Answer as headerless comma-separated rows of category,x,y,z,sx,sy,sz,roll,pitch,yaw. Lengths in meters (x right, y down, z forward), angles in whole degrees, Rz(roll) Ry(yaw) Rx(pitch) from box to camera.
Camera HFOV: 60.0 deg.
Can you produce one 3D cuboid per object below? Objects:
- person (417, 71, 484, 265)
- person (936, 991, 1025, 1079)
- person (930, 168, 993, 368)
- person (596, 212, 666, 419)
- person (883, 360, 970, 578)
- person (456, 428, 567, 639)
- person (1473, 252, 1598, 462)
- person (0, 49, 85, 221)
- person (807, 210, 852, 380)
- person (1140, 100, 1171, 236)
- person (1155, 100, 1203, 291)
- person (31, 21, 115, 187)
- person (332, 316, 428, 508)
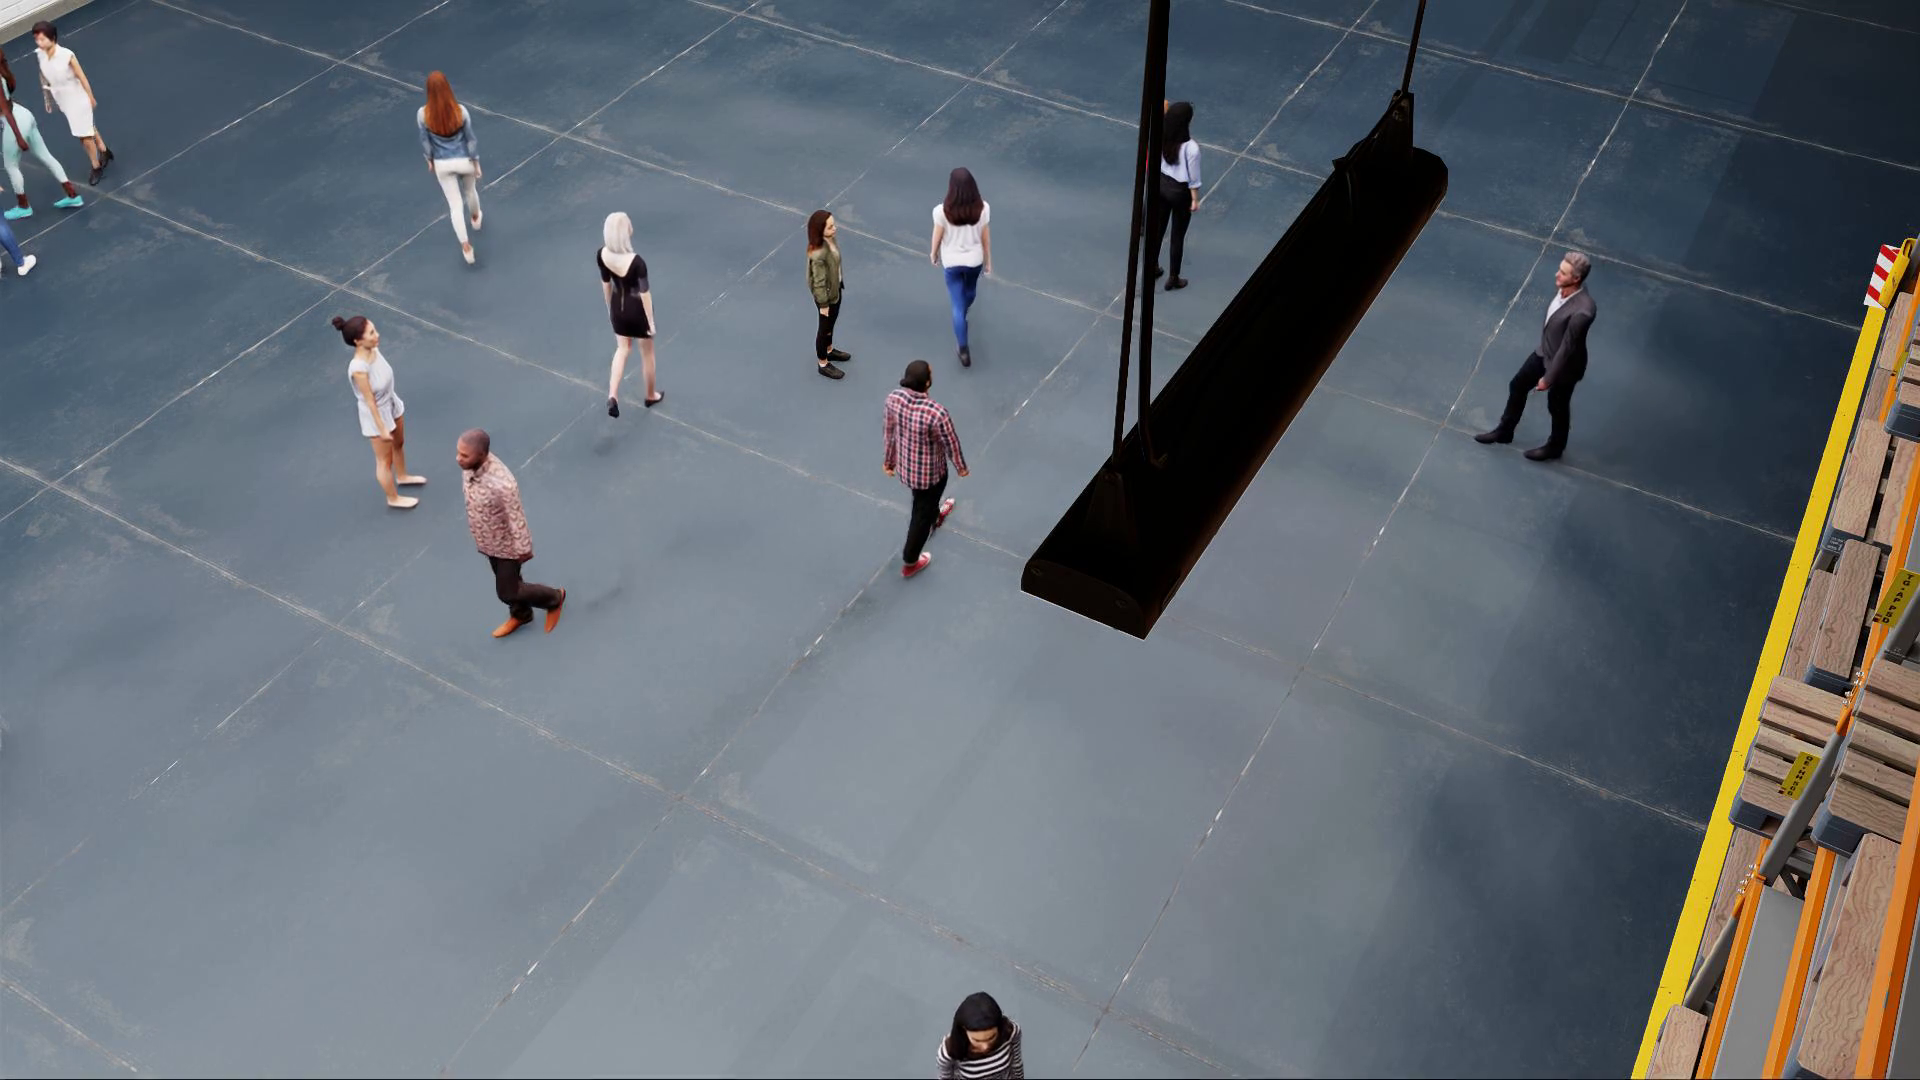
person,-4.369,-3.176,14.356,1.079,1.658,1.151,-9,44,-9
person,0.087,2.672,8.130,0.805,1.779,0.862,-15,46,-15
person,0.039,-2.124,13.265,1.051,1.640,1.150,-7,44,-7
person,-2.549,-1.650,12.639,0.682,1.816,0.921,14,45,14
person,-0.306,-0.460,11.448,0.789,1.737,1.055,30,51,27
person,-2.965,-0.077,11.005,0.870,1.793,0.821,-31,52,-28
person,4.512,-1.333,12.309,1.050,1.813,1.003,-5,44,-5
person,-8.332,-3.693,14.867,1.009,1.702,0.921,-14,45,-14
person,-1.055,-1.977,13.230,0.708,1.475,0.554,7,44,7
person,1.727,-3.285,14.724,0.518,1.307,0.546,9,44,10
person,1.794,-2.904,14.009,0.700,1.743,0.639,34,53,30
person,-8.198,-4.129,15.447,0.683,1.532,0.814,11,45,12
person,-4.209,-0.945,12.047,0.699,1.614,0.591,1,44,1
